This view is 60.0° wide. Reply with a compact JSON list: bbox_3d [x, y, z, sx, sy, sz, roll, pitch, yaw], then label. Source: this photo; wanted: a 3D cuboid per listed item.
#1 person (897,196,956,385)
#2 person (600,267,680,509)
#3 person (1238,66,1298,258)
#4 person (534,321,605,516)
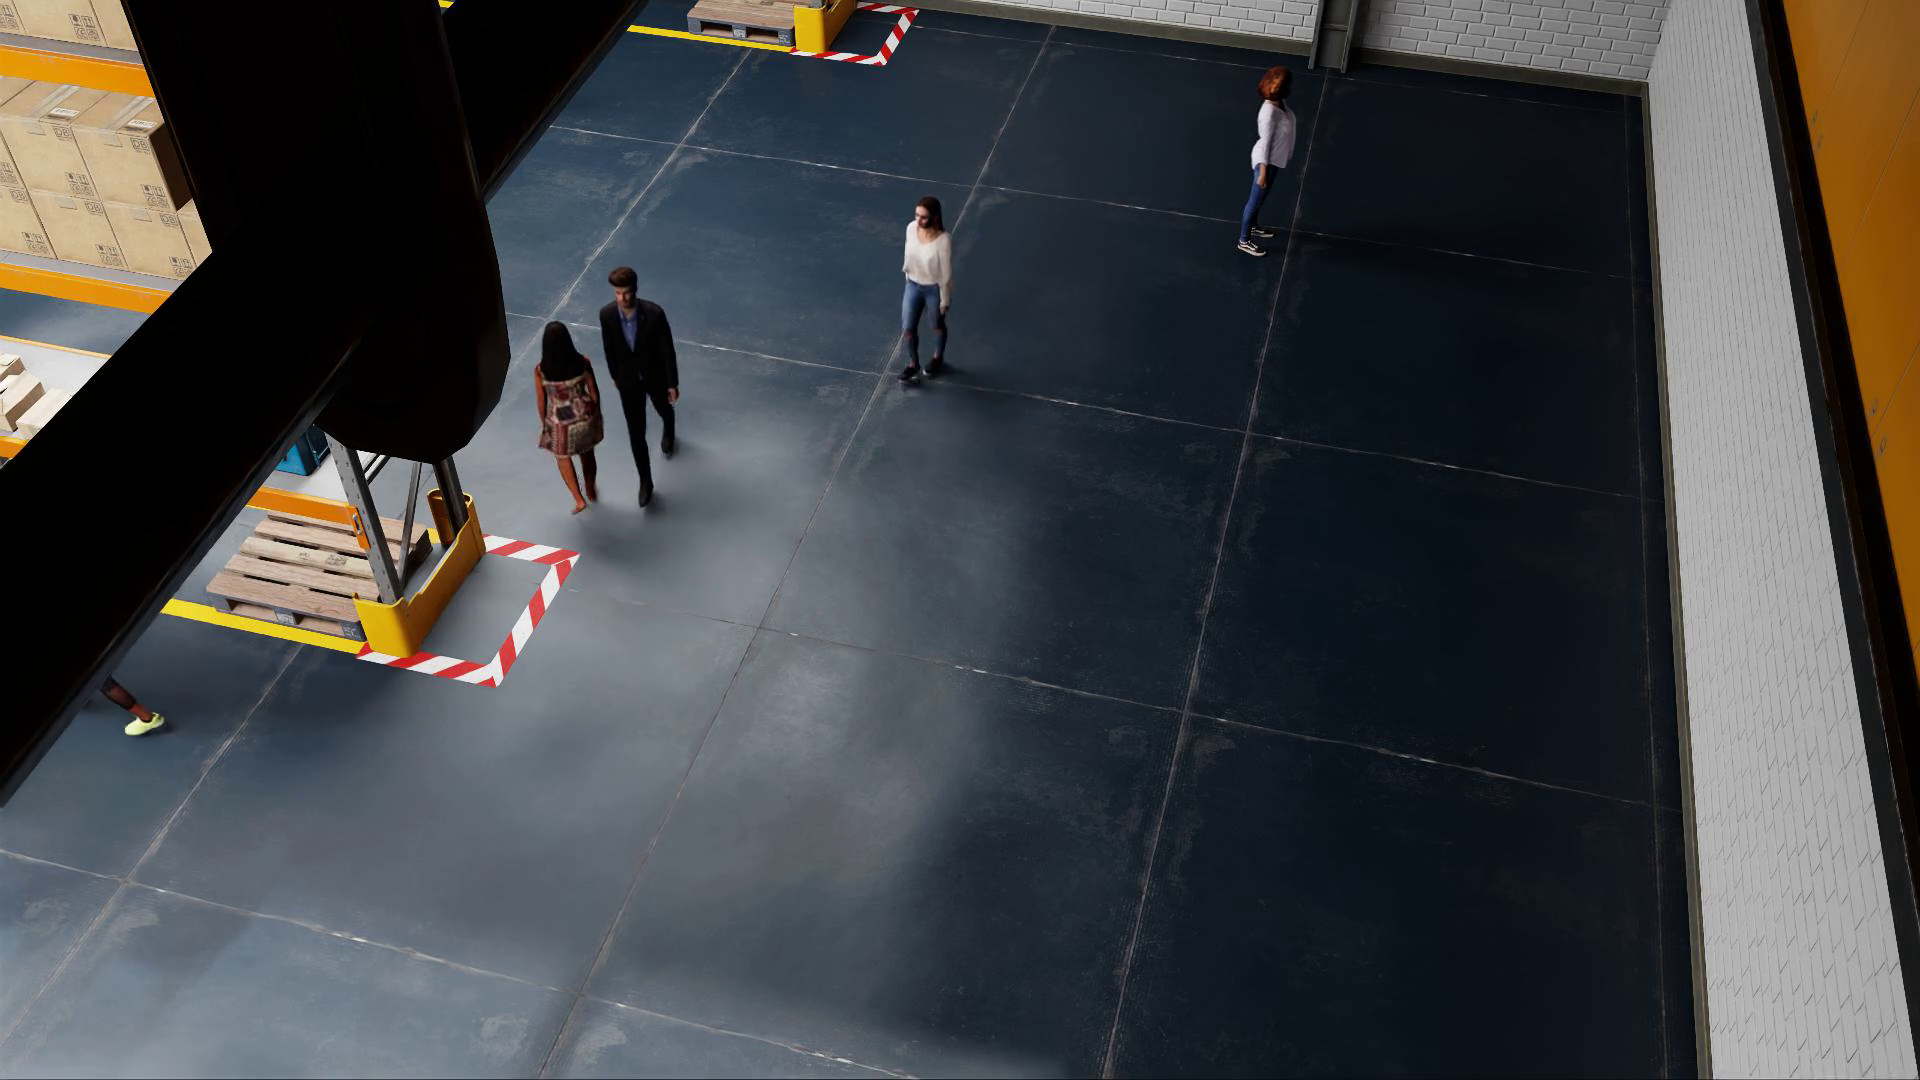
[{"bbox_3d":[-0.208,-2.020,13.181,0.747,1.675,0.813,24,49,23],"label":"person"},{"bbox_3d":[-2.303,-1.250,12.236,1.209,1.864,0.972,-1,44,-1],"label":"person"},{"bbox_3d":[2.678,-3.342,14.542,0.635,1.712,0.669,16,46,16],"label":"person"},{"bbox_3d":[-2.776,-0.829,11.959,0.887,1.637,0.936,-14,45,-14],"label":"person"}]
